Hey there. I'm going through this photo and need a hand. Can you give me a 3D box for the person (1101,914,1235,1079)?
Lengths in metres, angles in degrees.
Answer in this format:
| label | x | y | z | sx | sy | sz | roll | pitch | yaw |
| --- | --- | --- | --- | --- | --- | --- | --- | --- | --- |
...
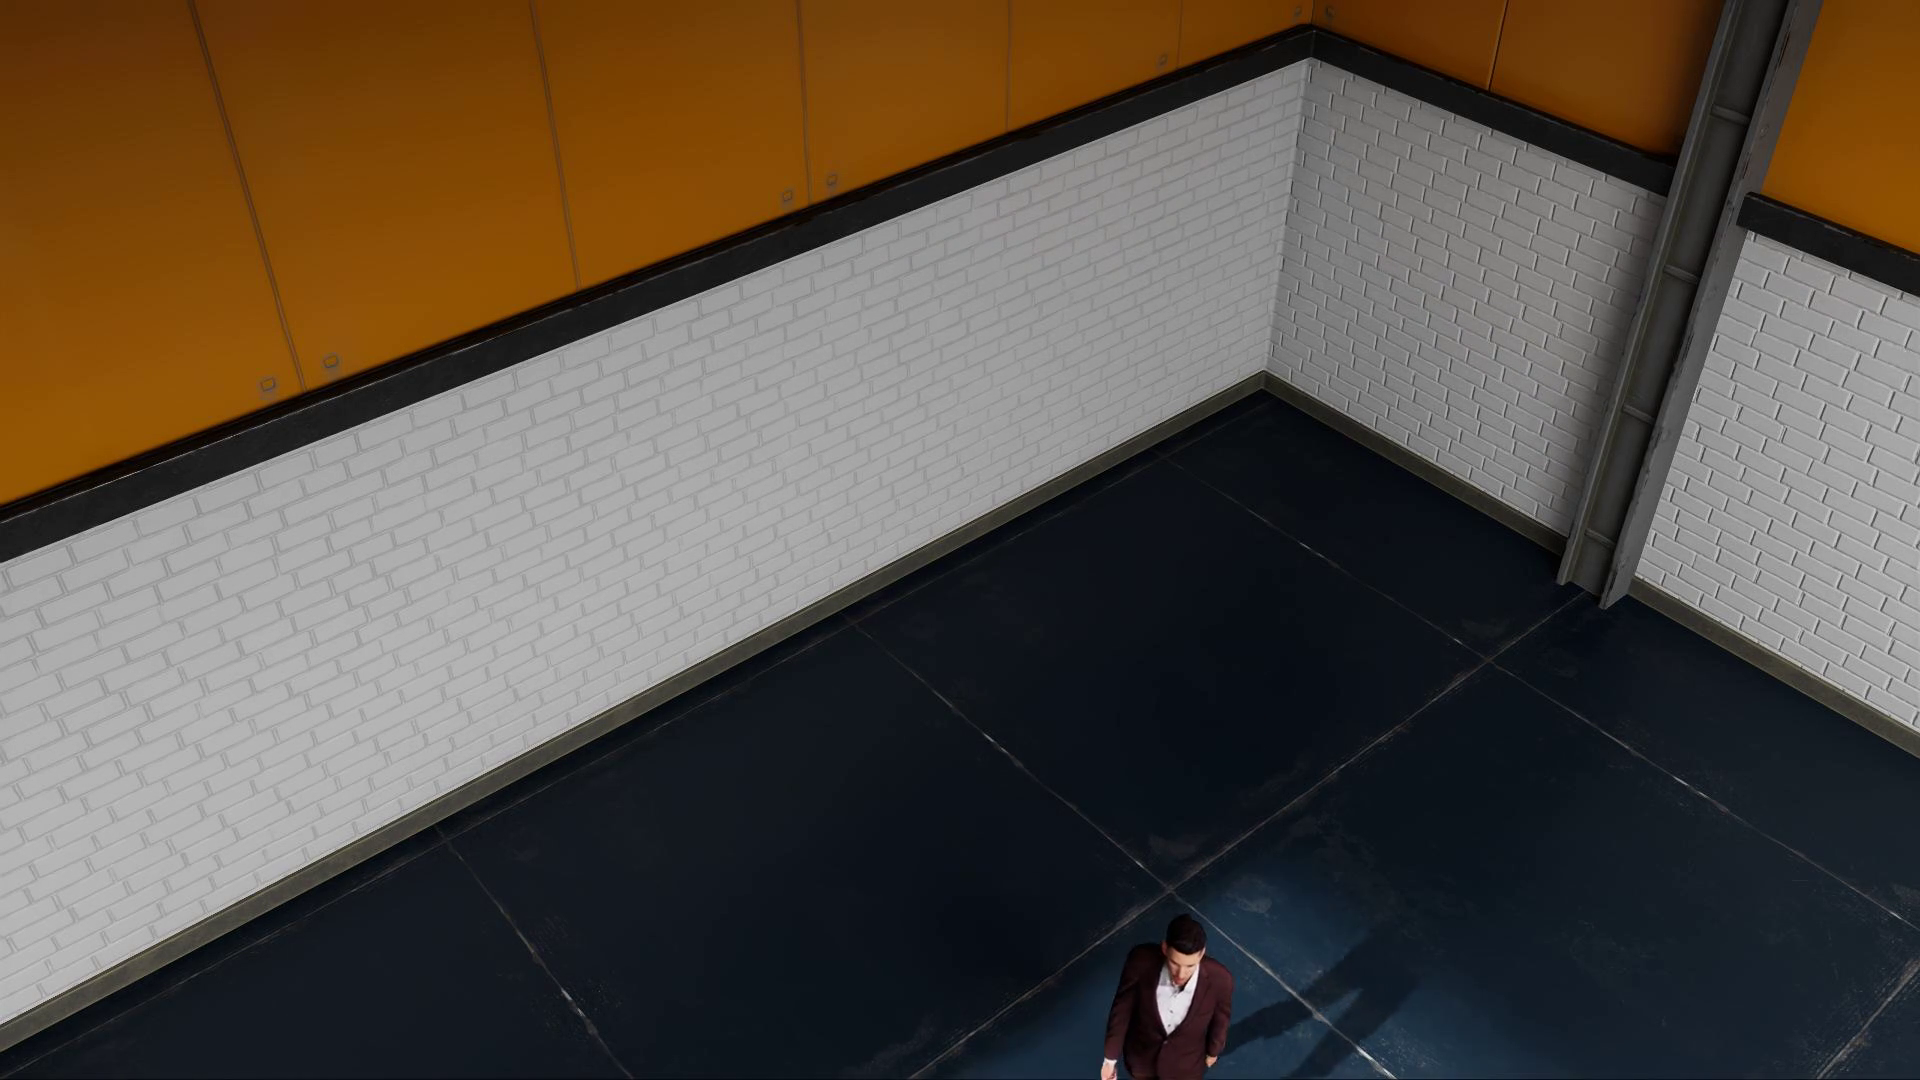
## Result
| label | x | y | z | sx | sy | sz | roll | pitch | yaw |
| --- | --- | --- | --- | --- | --- | --- | --- | --- | --- |
| person | 0.944 | 2.290 | 7.664 | 1.258 | 1.831 | 1.143 | 13 | 40 | 15 |
